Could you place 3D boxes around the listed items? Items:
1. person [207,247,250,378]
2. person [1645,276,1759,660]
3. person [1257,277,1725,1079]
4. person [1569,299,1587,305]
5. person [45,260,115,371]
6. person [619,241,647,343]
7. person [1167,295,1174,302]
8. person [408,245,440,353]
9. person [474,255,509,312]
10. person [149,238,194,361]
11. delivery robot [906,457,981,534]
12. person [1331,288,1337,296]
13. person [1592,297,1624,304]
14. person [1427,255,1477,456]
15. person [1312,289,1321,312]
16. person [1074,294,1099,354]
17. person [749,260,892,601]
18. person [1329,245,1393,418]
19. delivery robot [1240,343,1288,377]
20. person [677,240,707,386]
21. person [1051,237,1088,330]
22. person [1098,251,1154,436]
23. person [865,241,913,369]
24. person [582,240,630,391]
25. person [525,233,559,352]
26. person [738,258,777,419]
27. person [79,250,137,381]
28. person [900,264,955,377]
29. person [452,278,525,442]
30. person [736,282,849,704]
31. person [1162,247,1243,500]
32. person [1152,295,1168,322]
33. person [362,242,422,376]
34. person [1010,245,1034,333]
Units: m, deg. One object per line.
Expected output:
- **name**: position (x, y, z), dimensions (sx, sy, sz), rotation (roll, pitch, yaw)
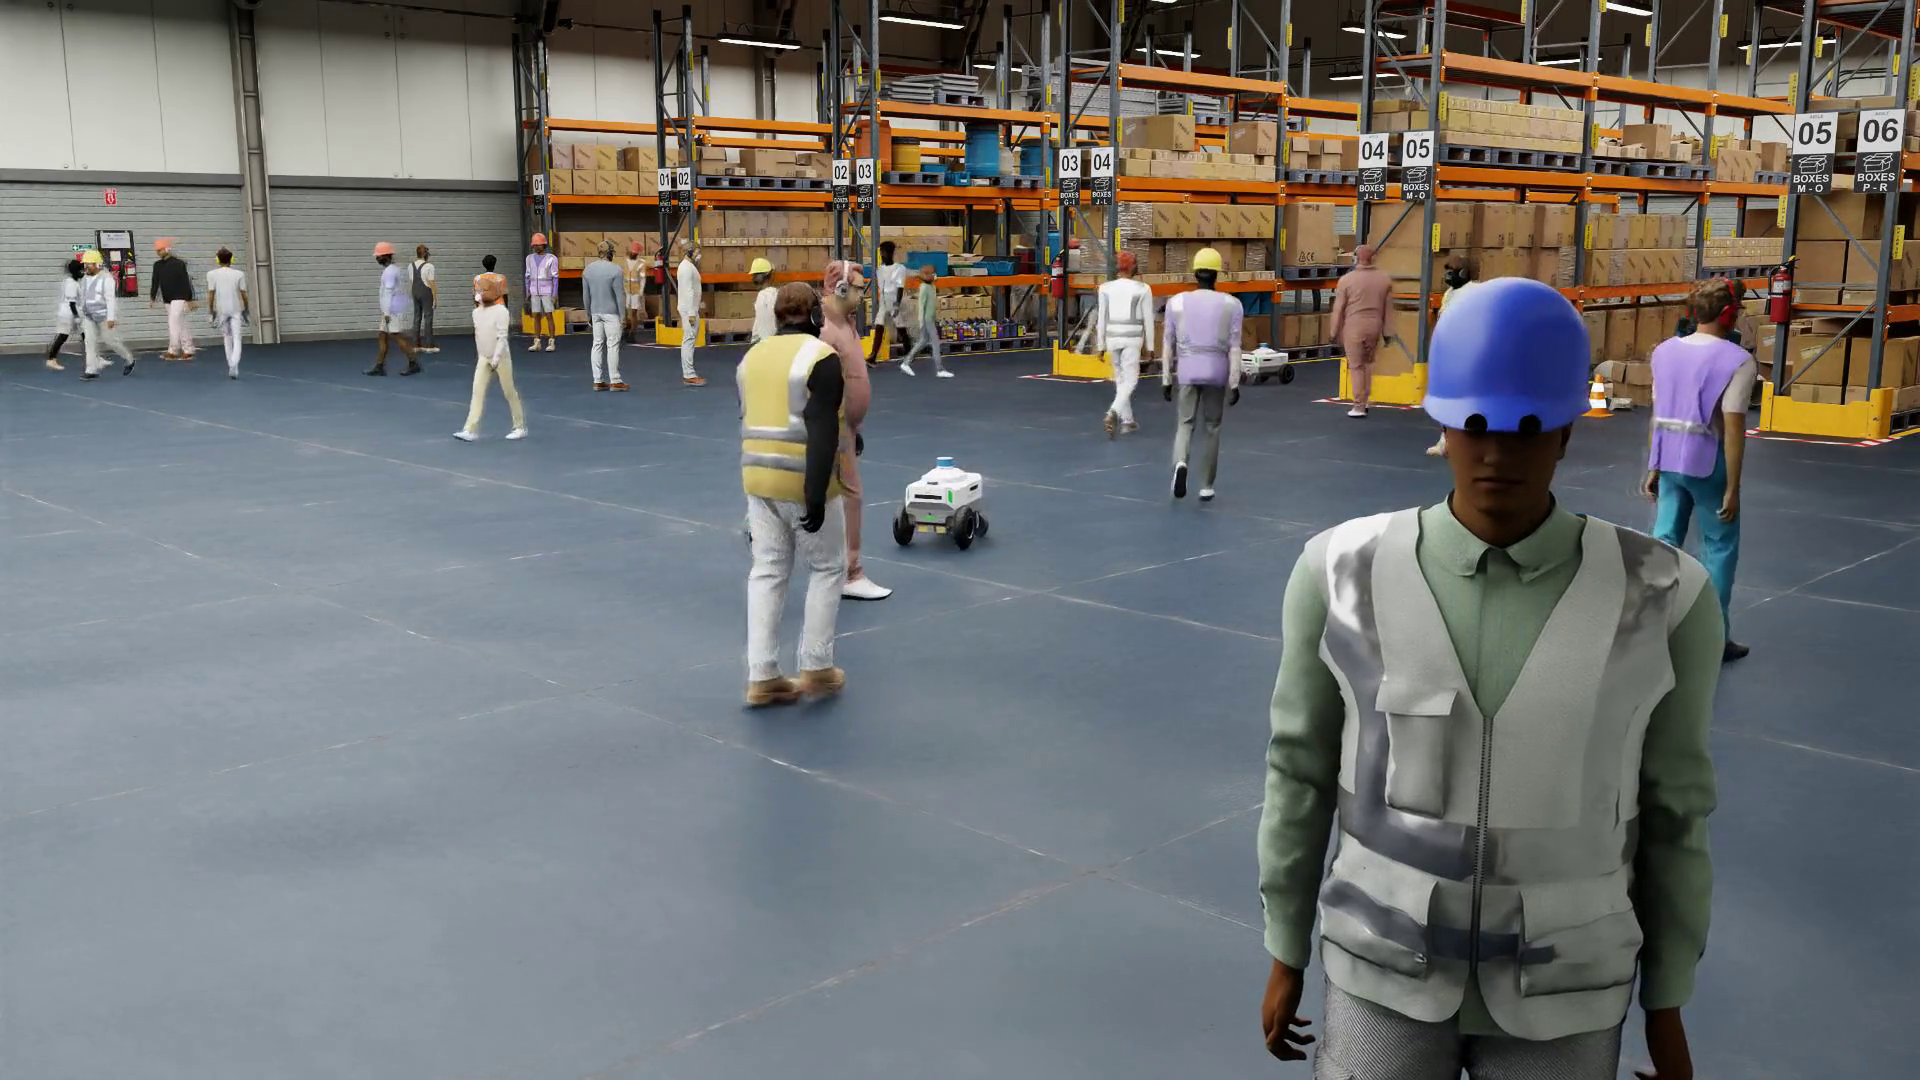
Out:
- **person**: position (-10.365, -3.226, 23.571), dimensions (0.515, 1.846, 0.838), rotation (-3, 11, -16)
- **person**: position (3.384, -0.311, 7.738), dimensions (0.812, 1.814, 0.578), rotation (-5, 11, -25)
- **person**: position (0.727, 0.608, 2.367), dimensions (0.618, 1.944, 0.400), rotation (3, 11, 18)
- **person**: position (11.090, -4.466, 30.228), dimensions (0.568, 1.887, 0.889), rotation (-2, 11, -12)
- **person**: position (-13.201, -3.339, 24.739), dimensions (0.931, 1.636, 0.565), rotation (-2, 11, -13)
- **person**: position (-6.122, -4.635, 31.080), dimensions (0.564, 1.897, 0.480), rotation (1, 10, 5)
- **person**: position (3.709, -4.268, 29.920), dimensions (0.860, 1.595, 0.518), rotation (-7, 13, -34)
- **person**: position (-9.181, -4.124, 28.474), dimensions (0.504, 1.840, 0.328), rotation (3, 11, 16)
- **person**: position (-7.283, -3.582, 25.895), dimensions (0.529, 1.697, 0.321), rotation (-1, 10, -4)
- **person**: position (-12.605, -3.813, 26.453), dimensions (0.612, 1.949, 0.919), rotation (5, 11, 24)
- **delivery robot**: position (-0.102, -0.307, 11.016), dimensions (0.477, 0.478, 0.707), rotation (3, 11, 17)
- **person**: position (7.927, -5.272, 34.300), dimensions (0.376, 1.995, 0.612), rotation (-10, 14, -44)
- **person**: position (11.949, -4.543, 30.640), dimensions (0.576, 1.882, 0.338), rotation (5, 11, 24)
- **person**: position (4.478, -1.674, 15.174), dimensions (0.668, 1.821, 0.627), rotation (0, 10, 0)
- **person**: position (8.853, -6.528, 41.379), dimensions (0.397, 1.913, 0.587), rotation (5, 11, 23)
- **person**: position (2.145, -3.745, 27.067), dimensions (0.841, 1.593, 0.514), rotation (-8, 13, -39)
- **person**: position (-0.785, -0.611, 9.231), dimensions (0.762, 1.874, 0.667), rotation (1, 10, 6)
- **person**: position (4.406, -2.313, 18.444), dimensions (0.672, 1.884, 0.634), rotation (-3, 11, -14)
- **delivery robot**: position (4.132, -2.433, 22.613), dimensions (0.707, 0.478, 0.477), rotation (-8, 13, -39)
- **person**: position (-3.612, -3.052, 22.354), dimensions (0.372, 1.939, 0.631), rotation (-2, 11, -10)
- **person**: position (2.339, -5.439, 35.323), dimensions (0.942, 1.964, 0.606), rotation (-10, 14, -43)
- **person**: position (1.639, -1.966, 16.679), dimensions (0.582, 1.856, 0.860), rotation (6, 12, 29)
- **person**: position (-1.076, -3.551, 25.144), dimensions (0.606, 1.912, 1.008), rotation (8, 13, 37)
- **person**: position (-4.581, -2.903, 21.538), dimensions (0.635, 1.937, 0.353), rotation (5, 12, 26)
- **person**: position (-7.237, -4.279, 28.761), dimensions (0.608, 2.043, 0.374), rotation (2, 11, 11)
- **person**: position (-2.188, -2.169, 18.046), dimensions (0.710, 1.738, 0.560), rotation (-3, 11, -16)
- **person**: position (-11.968, -3.144, 23.224), dimensions (0.596, 1.806, 0.837), rotation (4, 11, 21)
- **person**: position (-0.490, -3.127, 23.682), dimensions (0.803, 1.599, 0.508), rotation (3, 11, 14)
- **person**: position (-4.581, -1.747, 16.193), dimensions (0.503, 1.585, 0.842), rotation (5, 12, 27)
- **person**: position (-0.745, -0.201, 7.190), dimensions (0.647, 1.796, 0.580), rotation (8, 13, 37)
- **person**: position (1.811, -1.233, 12.509), dimensions (0.594, 1.912, 0.666), rotation (3, 11, 15)
- **person**: position (3.206, -3.985, 27.755), dimensions (0.640, 1.821, 0.482), rotation (10, 14, 43)
- **person**: position (-8.154, -3.297, 23.805), dimensions (0.820, 1.906, 0.564), rotation (-4, 11, -19)
- **person**: position (1.207, -4.915, 32.844), dimensions (0.613, 1.815, 0.507), rotation (7, 13, 35)
